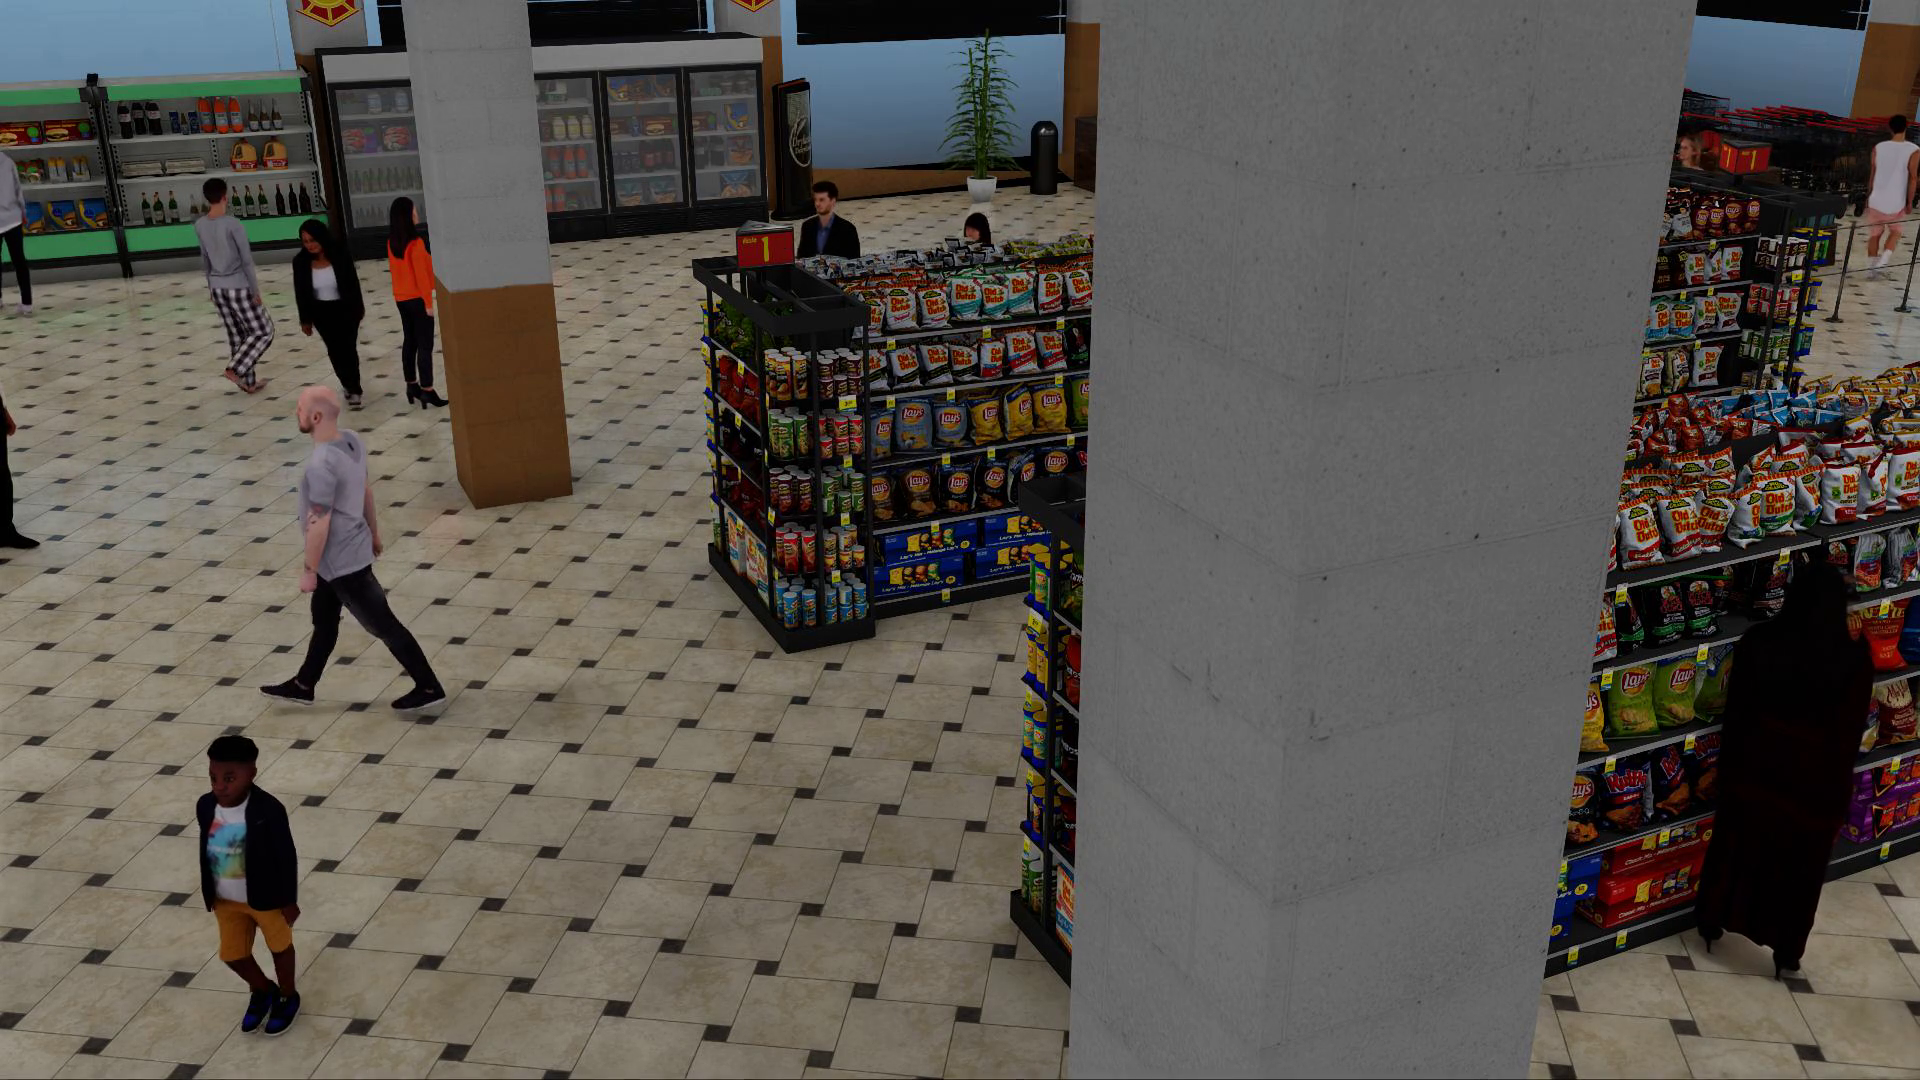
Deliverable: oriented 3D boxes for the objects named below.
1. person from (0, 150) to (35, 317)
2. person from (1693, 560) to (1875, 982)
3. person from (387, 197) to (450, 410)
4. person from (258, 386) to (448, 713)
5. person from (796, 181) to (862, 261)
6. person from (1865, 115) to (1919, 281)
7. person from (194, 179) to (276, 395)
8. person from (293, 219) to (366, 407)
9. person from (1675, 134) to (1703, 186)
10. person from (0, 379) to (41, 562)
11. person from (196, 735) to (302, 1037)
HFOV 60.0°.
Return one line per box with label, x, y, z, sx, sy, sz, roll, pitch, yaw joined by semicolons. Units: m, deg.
person;-9.517;-3.168;16.563;0.999;1.898;1.078;19;29;39
person;3.267;0.913;6.595;0.755;1.757;0.742;18;28;38
person;-4.523;-1.964;13.766;0.667;1.748;0.687;-20;30;-41
person;-3.079;0.108;8.562;1.328;1.783;1.002;-1;22;-3
person;-1.038;-2.052;13.864;1.145;1.838;1.296;12;25;27
person;10.002;-3.674;18.017;0.806;1.752;0.780;-19;29;-39
person;-6.128;-2.079;13.934;0.894;1.836;0.941;5;22;13
person;-5.189;-1.900;13.851;0.783;1.566;0.785;-9;24;-22
person;7.150;-3.068;16.435;1.017;1.808;0.679;-7;23;-16
person;-6.346;-0.812;10.674;0.826;1.917;0.769;7;23;17
person;-2.669;1.280;6.342;0.590;1.265;0.686;2;22;4
